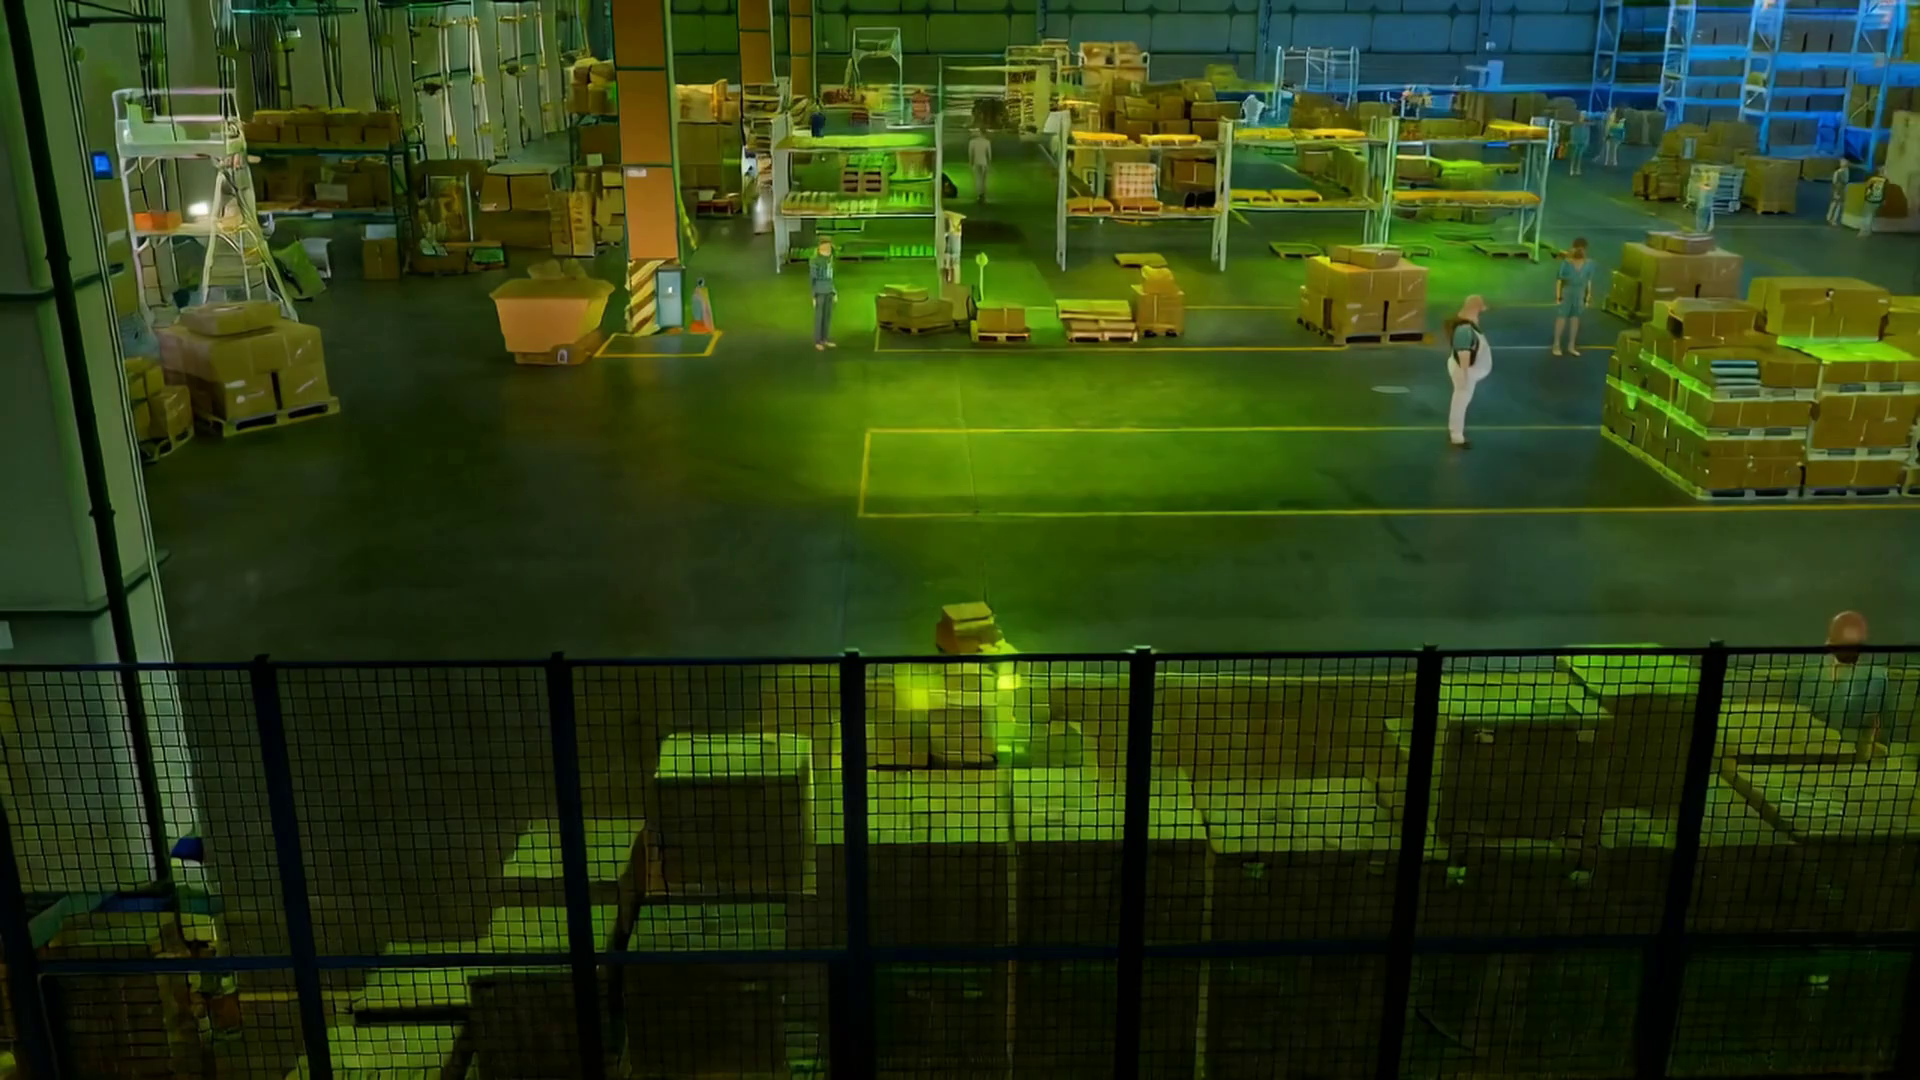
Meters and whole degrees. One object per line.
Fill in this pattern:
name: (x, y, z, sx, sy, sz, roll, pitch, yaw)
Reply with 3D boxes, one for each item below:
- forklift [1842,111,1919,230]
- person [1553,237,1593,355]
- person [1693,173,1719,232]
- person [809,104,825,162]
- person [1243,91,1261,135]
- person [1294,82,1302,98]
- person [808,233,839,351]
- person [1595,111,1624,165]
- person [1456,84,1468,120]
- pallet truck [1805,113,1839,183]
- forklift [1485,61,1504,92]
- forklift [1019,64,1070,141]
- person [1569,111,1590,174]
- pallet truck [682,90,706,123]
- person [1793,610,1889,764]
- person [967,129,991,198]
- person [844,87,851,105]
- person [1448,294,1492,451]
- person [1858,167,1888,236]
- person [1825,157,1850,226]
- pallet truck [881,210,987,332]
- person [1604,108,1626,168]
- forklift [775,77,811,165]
forklift: (23.028, -9.083, 40.818, 1.873, 2.768, 1.129, -1, 19, -2)
person: (9.992, -3.963, 27.083, 0.551, 1.932, 0.377, 1, 19, 2)
person: (16.063, -6.944, 35.901, 0.378, 1.958, 0.606, -2, 19, -4)
person: (-4.836, -13.758, 56.172, 0.633, 1.915, 0.442, 12, 22, 32)
person: (11.023, -15.938, 62.643, 0.648, 1.908, 0.819, 6, 20, 17)
person: (13.444, -17.199, 66.260, 0.380, 1.995, 0.611, -6, 20, -17)
person: (-2.254, -4.121, 27.566, 0.367, 1.927, 0.590, 12, 22, 31)
person: (21.580, -13.309, 55.015, 0.856, 1.819, 0.630, 1, 19, 2)
person: (20.051, -17.205, 66.362, 0.375, 1.939, 0.546, -9, 21, -26)
pallet truck: (26.403, -11.957, 50.702, 0.823, 1.965, 1.885, 6, 19, 16)
forklift: (21.140, -17.589, 66.049, 1.873, 2.768, 1.129, -1, 19, -2)
forklift: (3.235, -16.572, 63.033, 1.873, 2.768, 1.129, -1, 19, -2)
person: (19.546, -12.530, 52.493, 0.356, 1.938, 0.633, -13, 23, -34)
pallet truck: (-9.671, -15.907, 62.421, 0.823, 1.965, 1.885, 5, 19, 15)
person: (5.883, 1.375, 11.250, 0.551, 1.932, 0.378, 17, 25, 41)
person: (0.531, -10.595, 46.843, 0.644, 1.891, 1.005, -3, 19, -9)
person: (-4.610, -17.683, 68.154, 0.319, 1.697, 0.532, -6, 20, -18)
person: (6.637, -2.198, 21.685, 0.538, 2.000, 0.682, 5, 19, 14)
person: (21.963, -8.161, 40.054, 0.599, 1.593, 0.848, 0, 19, -1)
person: (21.922, -8.688, 41.468, 0.540, 1.695, 0.317, -8, 20, -23)
pallet truck: (-0.493, -4.759, 29.349, 1.885, 1.965, 0.823, -13, 23, -34)
person: (21.365, -13.118, 54.271, 0.597, 1.916, 0.371, 5, 19, 15)
forklift: (-5.920, -13.893, 55.085, 1.873, 2.768, 1.129, -1, 19, -1)
